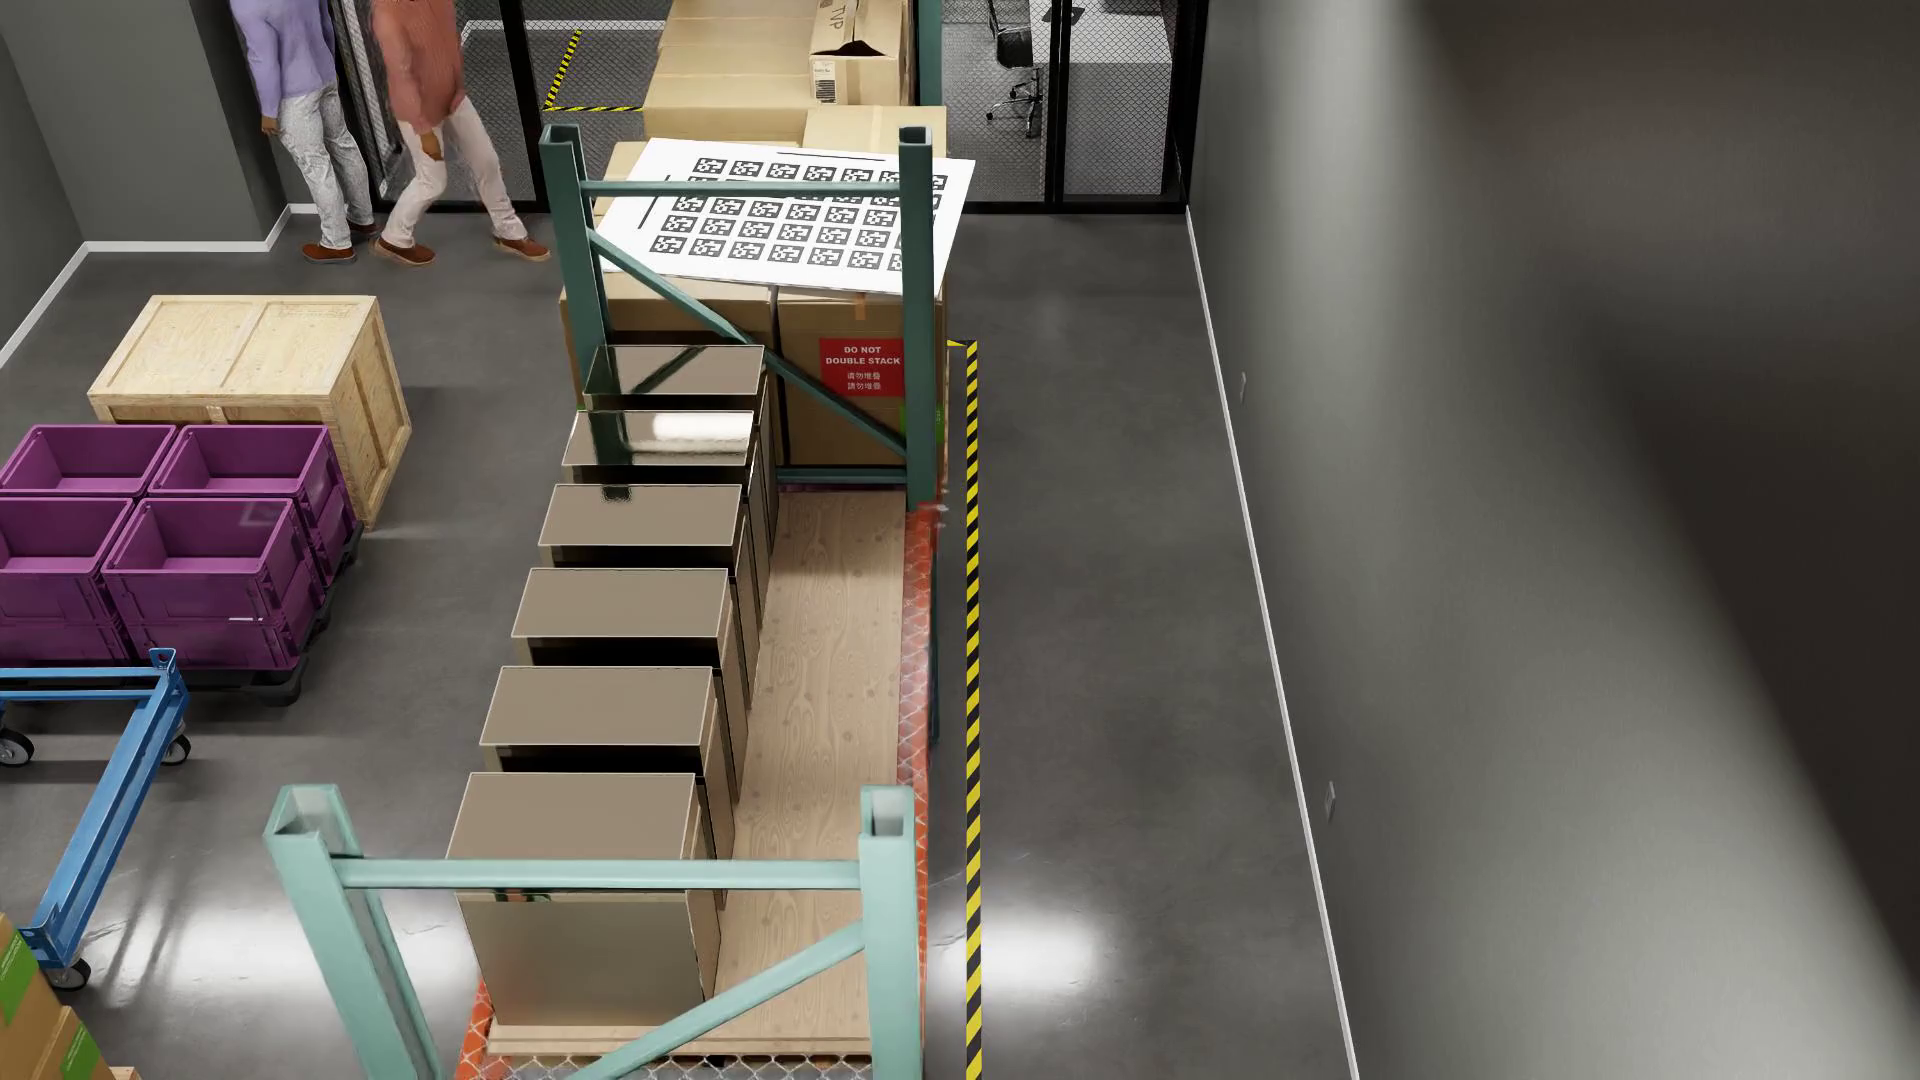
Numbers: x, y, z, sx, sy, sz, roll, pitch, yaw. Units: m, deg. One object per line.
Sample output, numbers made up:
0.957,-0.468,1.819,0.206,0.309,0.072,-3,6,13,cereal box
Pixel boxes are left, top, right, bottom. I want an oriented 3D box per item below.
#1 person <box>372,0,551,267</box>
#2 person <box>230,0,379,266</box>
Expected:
-2.725,-2.235,8.451,0.811,1.947,0.664,12,43,13,person
-3.400,-2.335,8.556,0.373,1.939,0.628,11,42,12,person
